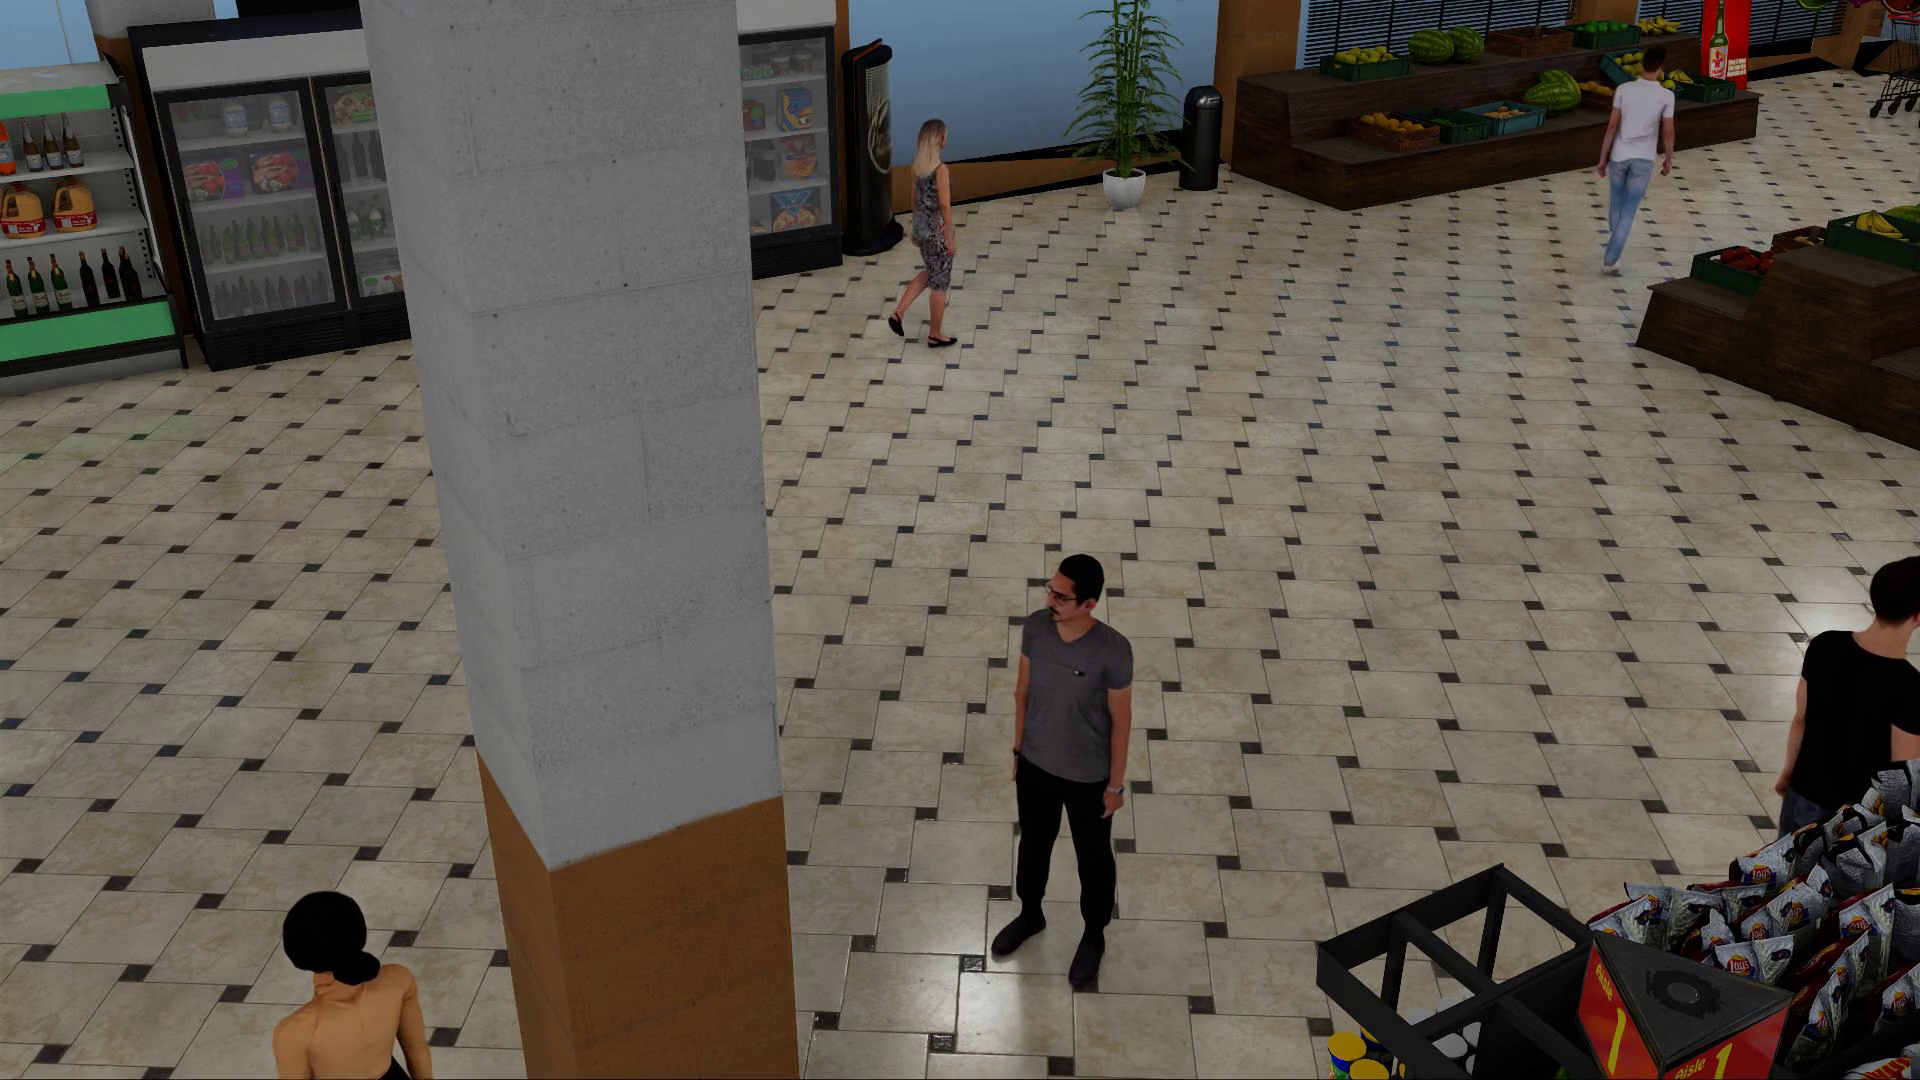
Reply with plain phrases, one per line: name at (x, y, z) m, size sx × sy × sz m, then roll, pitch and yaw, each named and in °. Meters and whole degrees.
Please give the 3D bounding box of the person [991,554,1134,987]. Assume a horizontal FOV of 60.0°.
person at (0.403, 0.815, 6.123) m, size 0.709 × 1.753 × 0.711 m, roll 15°, pitch 31°, yaw 28°

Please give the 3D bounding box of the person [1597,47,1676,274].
person at (5.549, -3.104, 13.791) m, size 0.969 × 1.807 × 1.221 m, roll 18°, pitch 32°, yaw 31°

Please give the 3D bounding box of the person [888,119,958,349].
person at (-0.281, -2.190, 12.117) m, size 0.750 × 1.691 × 0.572 m, roll -15°, pitch 31°, yaw -28°

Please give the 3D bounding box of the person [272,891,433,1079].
person at (-1.620, 1.660, 4.568) m, size 0.694 × 1.651 × 0.560 m, roll 22°, pitch 34°, yaw 37°

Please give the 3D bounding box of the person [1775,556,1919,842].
person at (3.032, 0.921, 5.760) m, size 0.585 × 1.893 × 0.670 m, roll -11°, pitch 29°, yaw -21°
